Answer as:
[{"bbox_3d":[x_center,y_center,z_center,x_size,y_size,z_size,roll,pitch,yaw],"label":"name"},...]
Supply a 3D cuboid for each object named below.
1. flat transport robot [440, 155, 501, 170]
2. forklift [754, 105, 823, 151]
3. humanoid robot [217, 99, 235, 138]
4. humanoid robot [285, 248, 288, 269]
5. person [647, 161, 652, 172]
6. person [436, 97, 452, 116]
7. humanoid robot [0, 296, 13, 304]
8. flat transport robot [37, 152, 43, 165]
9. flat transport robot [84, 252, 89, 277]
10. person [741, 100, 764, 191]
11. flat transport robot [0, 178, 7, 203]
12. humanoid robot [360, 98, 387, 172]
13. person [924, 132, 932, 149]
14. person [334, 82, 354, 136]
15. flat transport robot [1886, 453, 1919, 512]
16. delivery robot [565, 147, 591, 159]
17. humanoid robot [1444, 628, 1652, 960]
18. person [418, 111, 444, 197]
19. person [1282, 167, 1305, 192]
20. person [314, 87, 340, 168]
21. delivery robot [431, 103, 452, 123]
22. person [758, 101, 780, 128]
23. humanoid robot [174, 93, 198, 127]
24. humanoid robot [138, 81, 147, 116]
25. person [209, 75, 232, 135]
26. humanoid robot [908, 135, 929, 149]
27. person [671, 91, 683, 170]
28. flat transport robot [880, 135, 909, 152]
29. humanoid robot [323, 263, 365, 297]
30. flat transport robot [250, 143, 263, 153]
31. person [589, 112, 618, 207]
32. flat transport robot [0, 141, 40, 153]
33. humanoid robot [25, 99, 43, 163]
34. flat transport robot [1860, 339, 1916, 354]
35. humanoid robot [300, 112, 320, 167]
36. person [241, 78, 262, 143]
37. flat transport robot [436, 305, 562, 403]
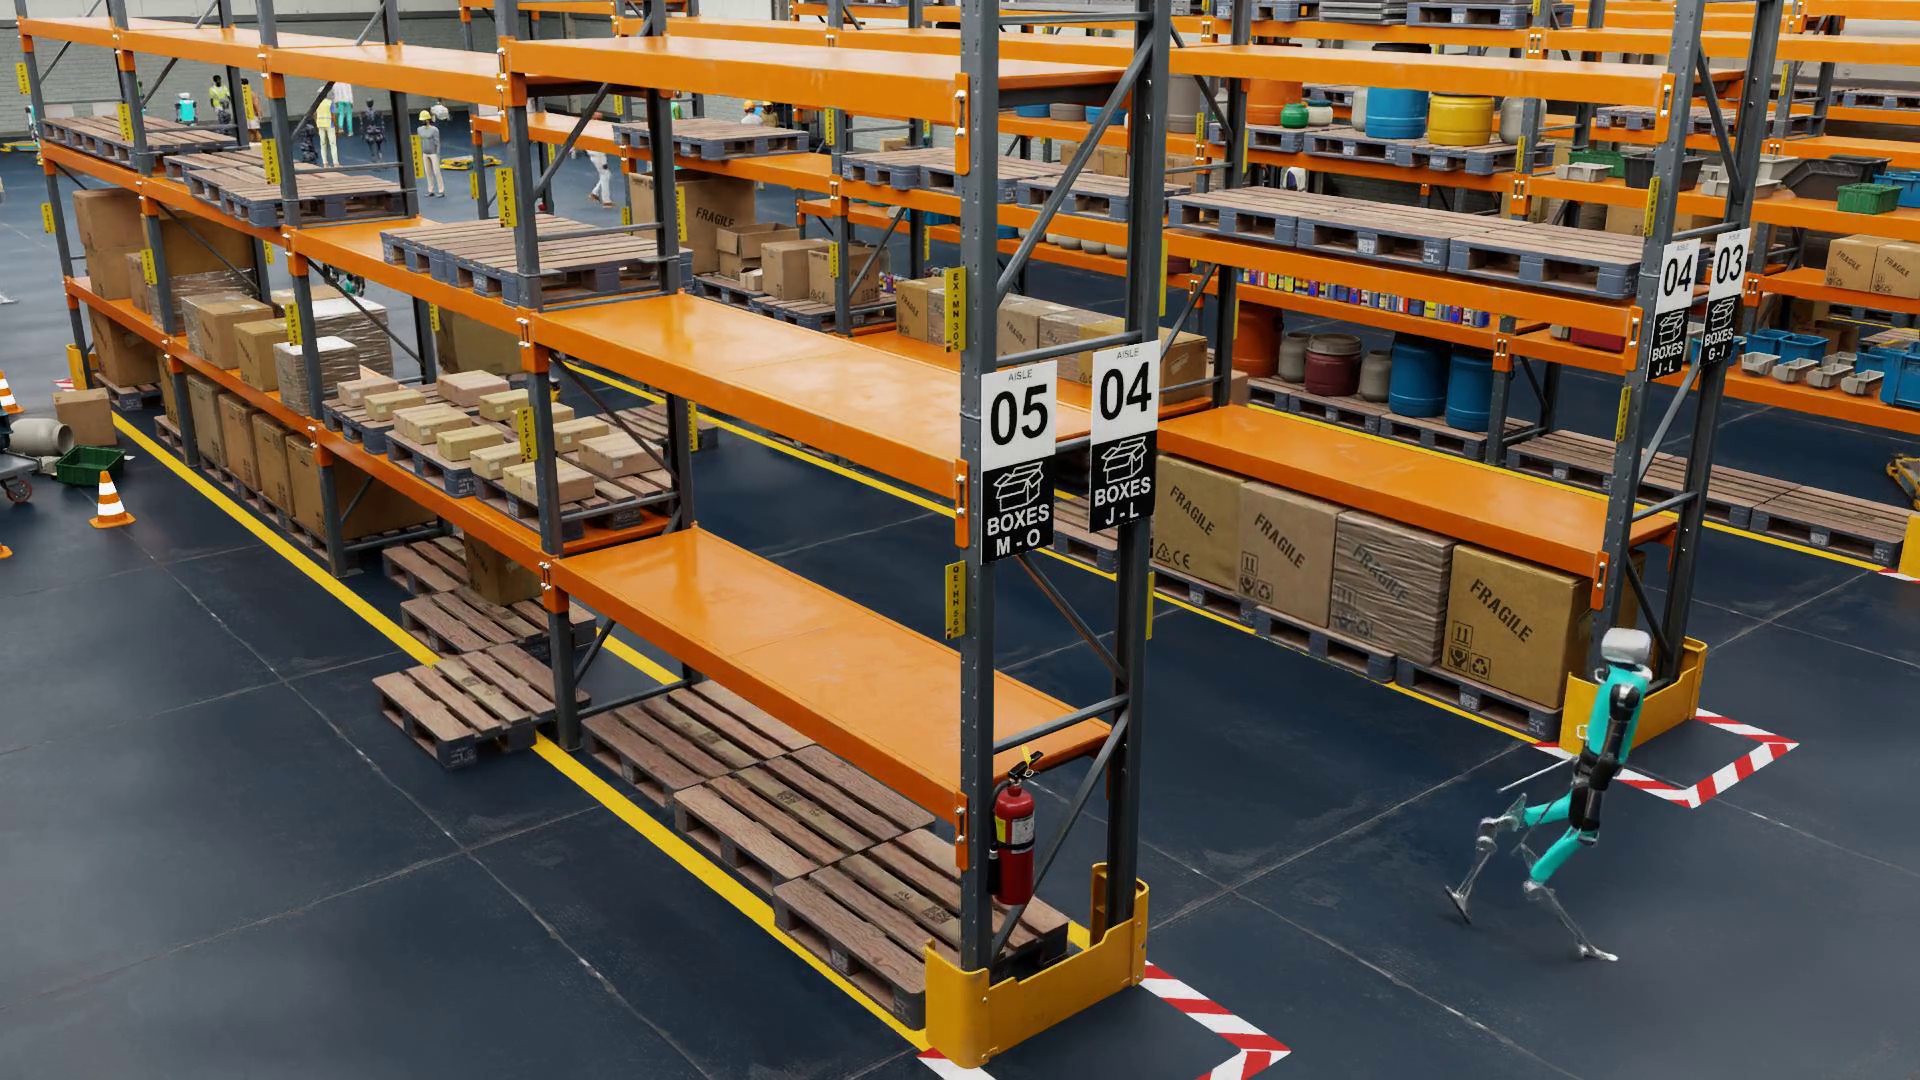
[{"bbox_3d":[-11.617,-8.942,39.384,0.659,0.231,1.431,11,22,28],"label":"flat transport robot"},{"bbox_3d":[-4.526,-11.368,42.374,1.129,2.768,1.873,-15,24,-37],"label":"forklift"},{"bbox_3d":[-17.002,-9.370,38.489,0.434,1.636,0.611,-3,20,-8],"label":"humanoid robot"},{"bbox_3d":[-10.630,-5.124,26.404,0.610,1.650,0.310,4,20,11],"label":"humanoid robot"},{"bbox_3d":[-5.163,-6.020,28.534,0.371,1.958,0.596,0,19,1],"label":"person"},{"bbox_3d":[-16.143,-14.124,51.733,0.506,1.869,0.395,9,21,24],"label":"person"},{"bbox_3d":[-14.017,-4.216,23.701,0.818,1.742,0.581,-9,21,-23],"label":"humanoid robot"},{"bbox_3d":[-21.939,-9.234,40.217,0.659,0.231,1.431,-10,21,-25],"label":"flat transport robot"},{"bbox_3d":[-12.041,-3.741,24.582,0.659,0.231,1.431,6,20,16],"label":"flat transport robot"},{"bbox_3d":[-4.401,-8.346,35.252,0.569,1.889,0.388,-12,23,-31],"label":"person"},{"bbox_3d":[-19.140,-6.313,31.903,0.659,0.231,1.431,-1,19,-3],"label":"flat transport robot"},{"bbox_3d":[-13.613,-9.387,38.533,0.590,1.653,0.329,-11,22,-29],"label":"humanoid robot"},{"bbox_3d":[-0.739,-7.533,33.161,0.317,1.733,0.537,-16,25,-38],"label":"person"},{"bbox_3d":[-17.045,-12.135,46.002,0.501,1.902,0.583,-1,19,-4],"label":"person"},{"bbox_3d":[9.072,-0.492,15.336,0.659,0.231,1.431,6,20,15],"label":"flat transport robot"},{"bbox_3d":[-9.556,-9.771,41.294,0.499,0.581,0.767,7,21,19],"label":"delivery robot"},{"bbox_3d":[2.837,1.240,8.255,0.995,1.775,0.536,7,21,19],"label":"humanoid robot"},{"bbox_3d":[-10.974,-7.981,34.405,0.517,1.756,0.341,7,21,20],"label":"person"},{"bbox_3d":[5.437,-5.482,27.158,0.375,1.843,0.569,9,21,25],"label":"person"},{"bbox_3d":[-14.758,-9.570,38.730,0.522,1.892,0.402,2,19,6],"label":"person"},{"bbox_3d":[-15.684,-12.884,50.150,0.499,0.579,0.753,-12,23,-31],"label":"delivery robot"},{"bbox_3d":[-4.308,-9.044,37.419,0.536,1.763,0.401,-3,20,-8],"label":"person"},{"bbox_3d":[-18.503,-9.730,39.542,1.066,1.771,0.531,12,23,31],"label":"humanoid robot"},{"bbox_3d":[-22.600,-11.978,45.886,0.535,1.769,1.021,1,19,3],"label":"humanoid robot"},{"bbox_3d":[-20.443,-12.028,46.084,0.897,1.643,0.538,16,25,38],"label":"person"},{"bbox_3d":[-0.593,-6.929,31.603,0.766,1.896,0.545,-16,25,-38],"label":"humanoid robot"},{"bbox_3d":[-6.511,-9.387,38.099,0.382,1.972,0.480,-7,21,-20],"label":"person"},{"bbox_3d":[-1.327,-8.147,37.123,0.659,0.231,1.431,-8,21,-21],"label":"flat transport robot"},{"bbox_3d":[-7.794,-3.210,20.881,0.530,1.750,0.952,-17,25,-39],"label":"humanoid robot"},{"bbox_3d":[-16.196,-8.135,37.087,0.659,0.231,1.431,7,20,18],"label":"flat transport robot"},{"bbox_3d":[-7.102,-7.524,32.930,0.481,1.868,0.593,-3,20,-9],"label":"person"},{"bbox_3d":[-23.753,-10.078,42.619,1.431,0.231,0.659,2,19,7],"label":"flat transport robot"},{"bbox_3d":[-20.683,-9.030,37.583,0.540,1.892,0.756,-11,22,-29],"label":"humanoid robot"},{"bbox_3d":[11.780,-2.205,20.212,0.659,0.231,1.431,-14,24,-35],"label":"flat transport robot"},{"bbox_3d":[-13.797,-8.266,35.380,0.744,1.625,0.608,-2,19,-5],"label":"humanoid robot"},{"bbox_3d":[-18.044,-10.799,42.301,0.797,1.842,0.419,7,21,20],"label":"person"},{"bbox_3d":[-5.210,-1.616,18.536,1.431,0.231,0.659,-1,19,-4],"label":"flat transport robot"}]
